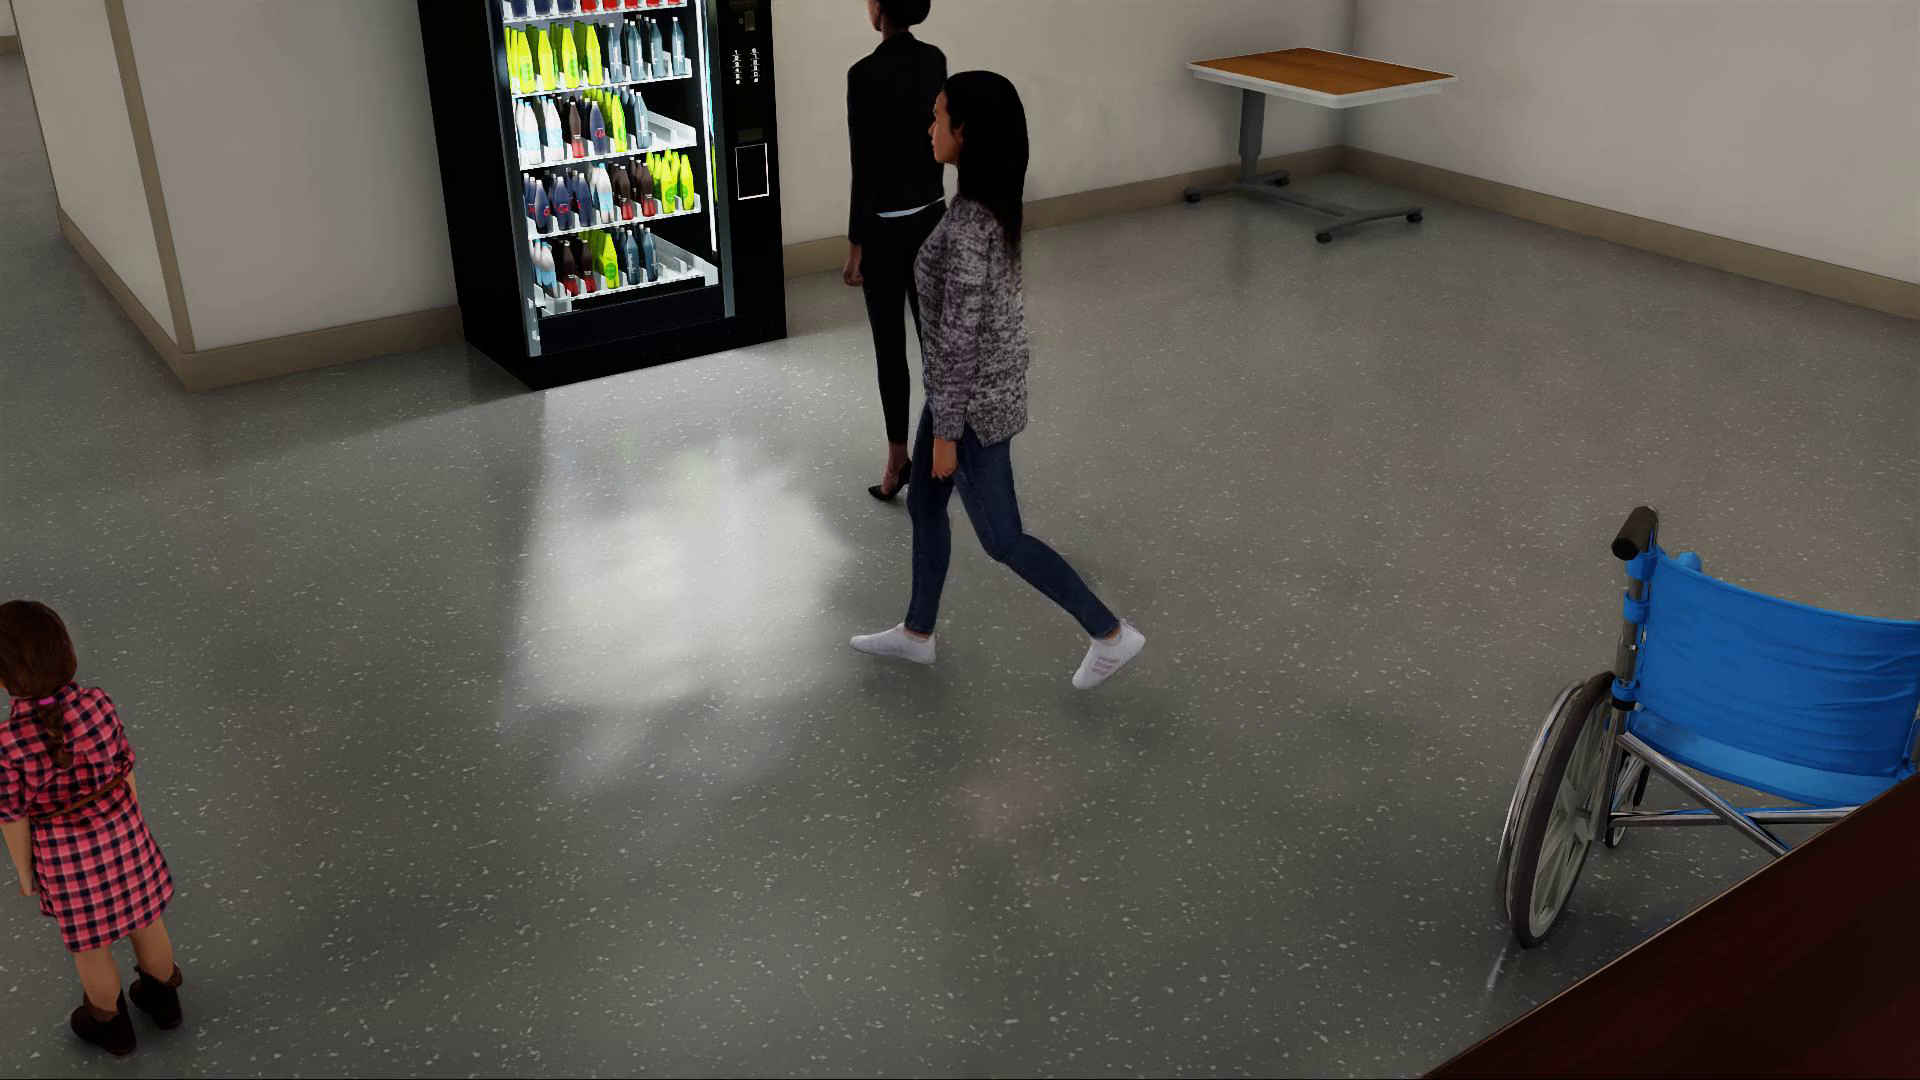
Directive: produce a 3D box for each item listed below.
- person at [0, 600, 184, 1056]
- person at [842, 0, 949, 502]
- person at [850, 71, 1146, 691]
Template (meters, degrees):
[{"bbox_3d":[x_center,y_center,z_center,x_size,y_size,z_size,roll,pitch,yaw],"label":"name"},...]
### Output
[{"bbox_3d":[-1.744,0.579,3.302,0.536,1.024,0.448,18,31,33],"label":"person"},{"bbox_3d":[-0.194,-1.013,5.670,0.507,1.834,0.691,-23,34,-39],"label":"person"},{"bbox_3d":[0.122,-0.347,4.441,1.133,1.702,1.110,6,26,12],"label":"person"}]
